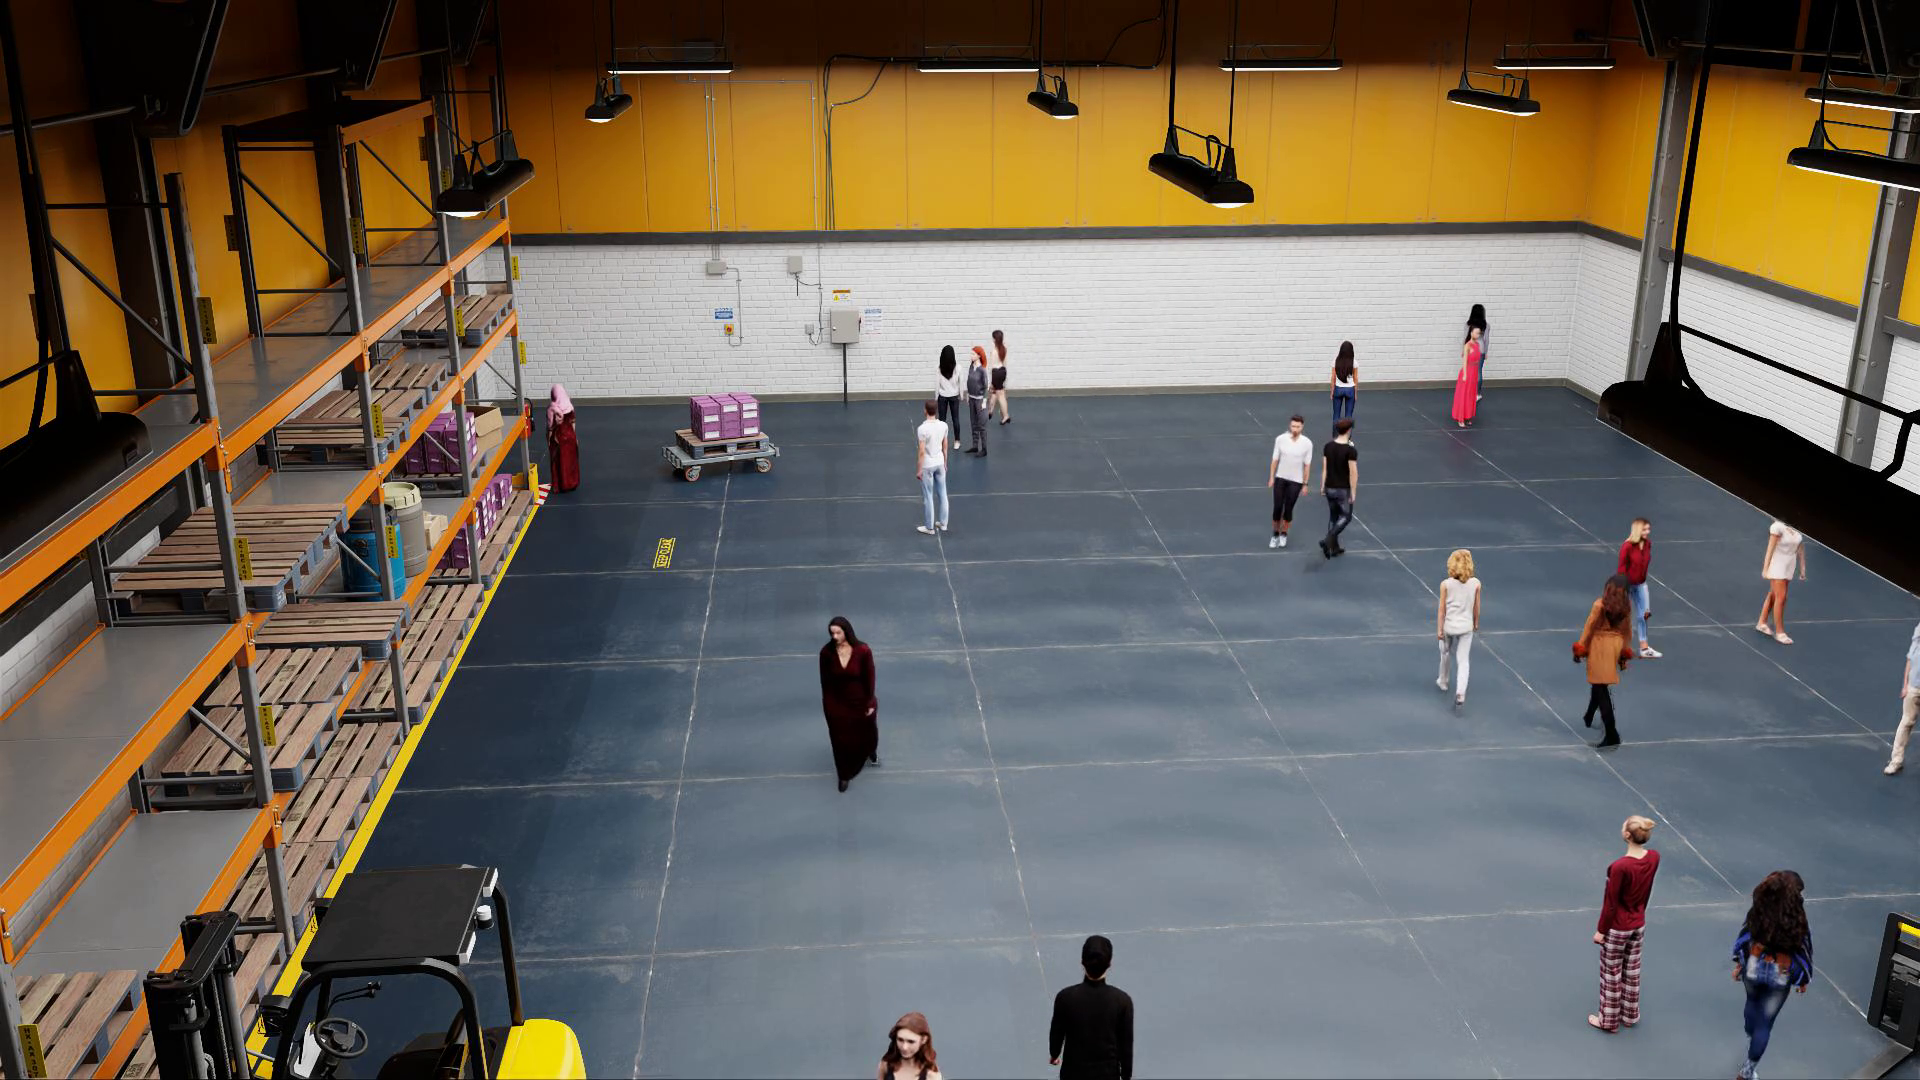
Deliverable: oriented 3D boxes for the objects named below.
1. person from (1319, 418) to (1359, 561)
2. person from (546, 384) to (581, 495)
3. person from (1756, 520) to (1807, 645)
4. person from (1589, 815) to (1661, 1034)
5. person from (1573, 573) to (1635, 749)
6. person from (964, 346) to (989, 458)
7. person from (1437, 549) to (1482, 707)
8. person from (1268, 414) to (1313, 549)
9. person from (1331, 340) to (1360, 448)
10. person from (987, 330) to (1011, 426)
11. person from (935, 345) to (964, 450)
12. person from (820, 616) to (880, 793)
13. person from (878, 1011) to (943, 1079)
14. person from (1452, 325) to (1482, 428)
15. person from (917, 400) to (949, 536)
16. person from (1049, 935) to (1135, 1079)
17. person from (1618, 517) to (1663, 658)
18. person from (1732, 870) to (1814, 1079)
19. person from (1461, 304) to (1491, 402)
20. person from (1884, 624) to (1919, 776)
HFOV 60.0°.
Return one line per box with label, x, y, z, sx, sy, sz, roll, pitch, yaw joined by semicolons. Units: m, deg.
person;4.870;-0.632;21.569;1.042;1.880;1.082;16;25;40
person;-5.874;-1.509;24.550;0.762;1.639;0.797;-17;25;-40
person;9.390;0.298;19.129;0.689;1.675;0.912;-6;19;-17
person;4.744;2.725;11.884;0.691;1.700;0.651;-10;21;-27
person;6.410;1.197;16.436;0.838;1.691;1.081;-7;20;-19
person;0.283;-2.208;26.409;0.708;1.779;0.590;-13;23;-34
person;5.200;0.931;17.304;0.761;1.641;1.107;3;19;8
person;4.402;-0.817;22.192;0.805;1.834;0.816;6;19;16
person;6.199;-2.349;26.837;0.667;1.772;0.668;7;20;20
person;0.725;-2.727;28.183;0.877;1.629;0.873;10;21;27
person;-0.185;-2.314;26.847;0.601;1.700;0.524;-2;19;-5
person;-1.017;1.483;15.518;0.730;1.734;0.921;-1;19;-2
person;-0.263;3.449;9.672;0.715;1.740;0.757;5;19;16
person;8.639;-2.793;28.227;0.715;1.726;0.740;-14;23;-35
person;-0.370;-1.001;22.713;0.728;1.850;0.738;-14;23;-36
person;0.802;3.288;10.212;0.685;1.698;0.963;-1;19;-2
person;7.454;0.504;18.633;0.817;1.601;1.006;-9;21;-24
person;5.435;2.988;11.253;0.880;1.604;0.935;17;25;40
person;9.273;-3.385;29.971;0.681;1.735;0.647;5;19;15
person;9.156;1.371;15.674;0.729;1.847;0.783;14;23;36
